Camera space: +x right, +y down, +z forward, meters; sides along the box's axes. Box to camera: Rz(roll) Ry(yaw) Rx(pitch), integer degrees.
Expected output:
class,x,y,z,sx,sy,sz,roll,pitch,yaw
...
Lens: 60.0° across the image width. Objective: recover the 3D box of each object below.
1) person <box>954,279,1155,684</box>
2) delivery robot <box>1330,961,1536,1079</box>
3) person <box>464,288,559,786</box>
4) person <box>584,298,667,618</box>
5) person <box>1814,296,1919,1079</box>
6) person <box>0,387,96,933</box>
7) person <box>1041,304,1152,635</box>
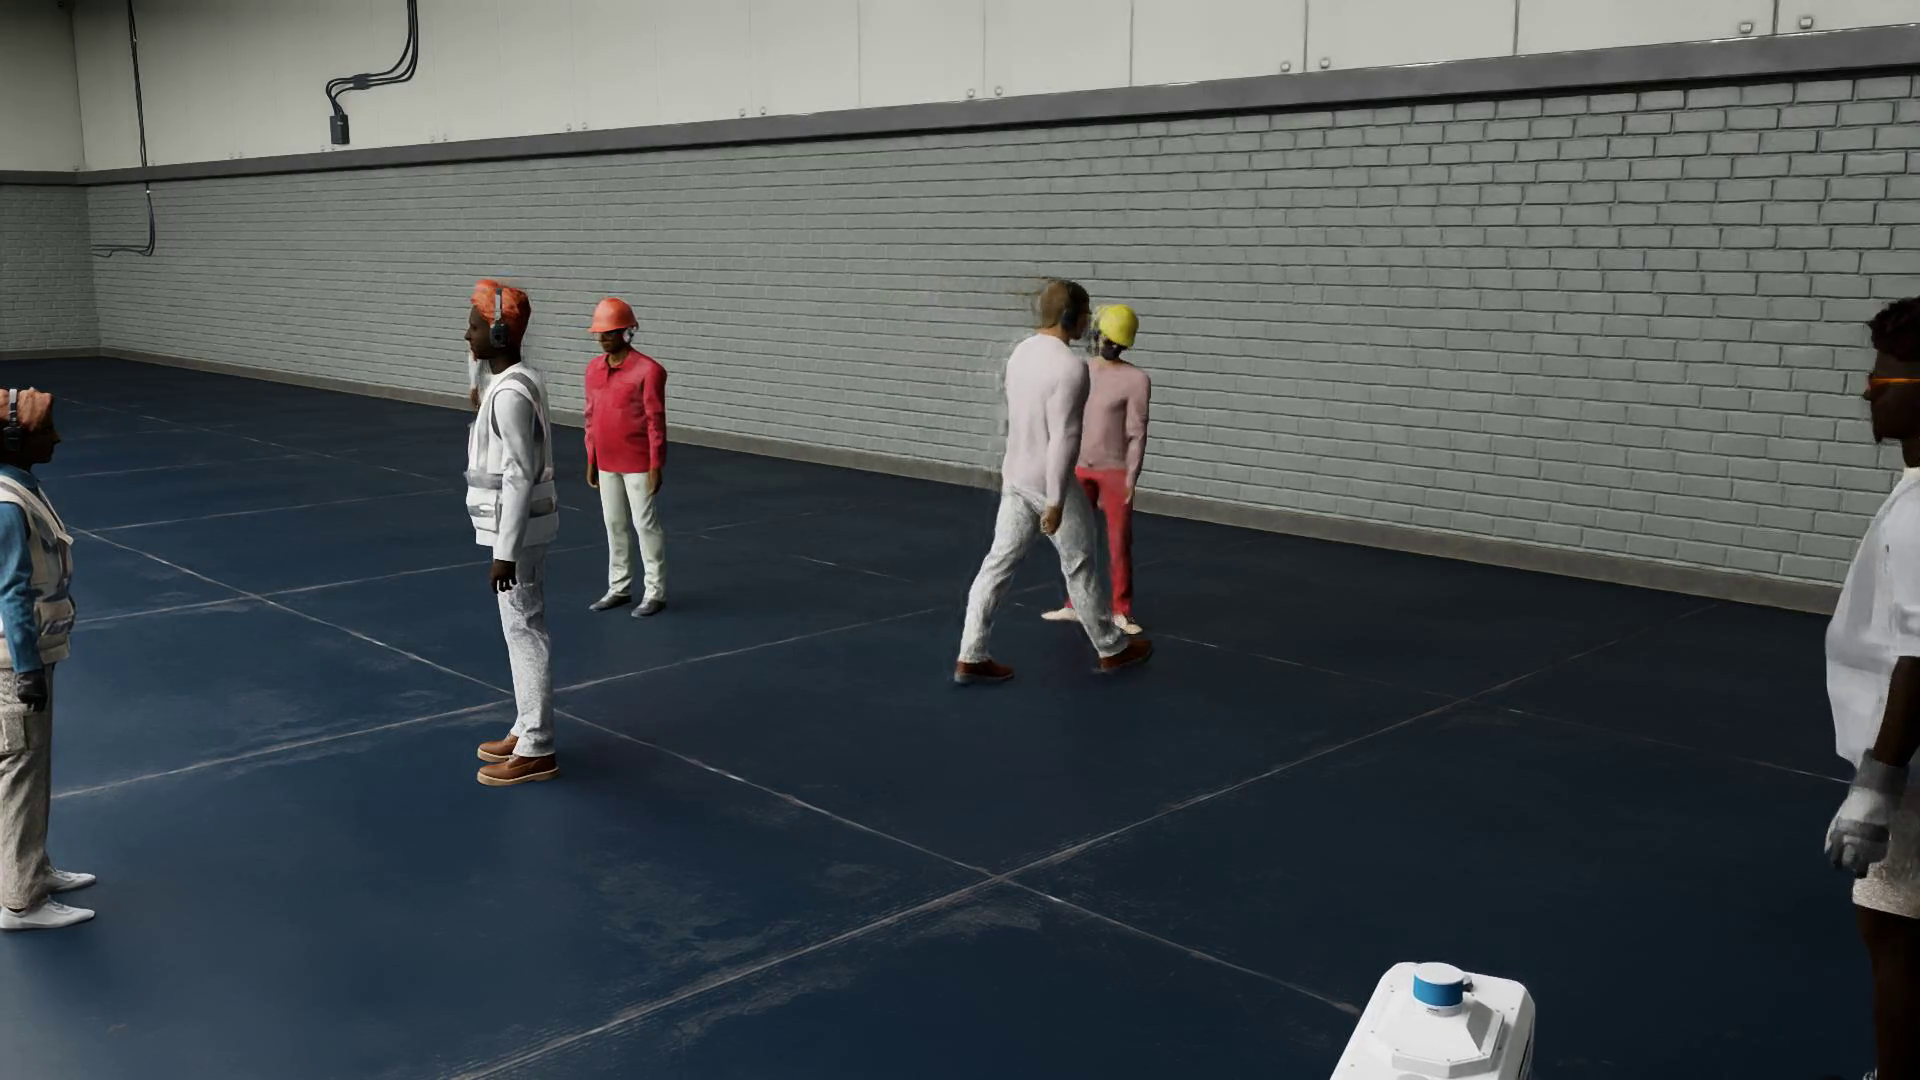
class,x,y,z,sx,sy,sz,roll,pitch,yaw
person,0.414,-0.259,7.735,1.046,1.880,0.650,-6,12,-29
delivery robot,0.992,1.129,3.485,0.477,0.478,0.707,5,12,25
person,-1.711,-0.012,6.345,0.355,1.882,0.575,-3,11,-14
person,-1.849,-0.445,9.089,0.569,1.744,0.357,7,12,32
person,2.077,0.445,3.634,0.366,1.967,0.608,8,13,37
person,-2.825,0.356,5.032,0.318,1.631,0.514,-5,12,-26
person,0.687,-0.370,8.725,0.661,1.728,0.309,7,13,34
